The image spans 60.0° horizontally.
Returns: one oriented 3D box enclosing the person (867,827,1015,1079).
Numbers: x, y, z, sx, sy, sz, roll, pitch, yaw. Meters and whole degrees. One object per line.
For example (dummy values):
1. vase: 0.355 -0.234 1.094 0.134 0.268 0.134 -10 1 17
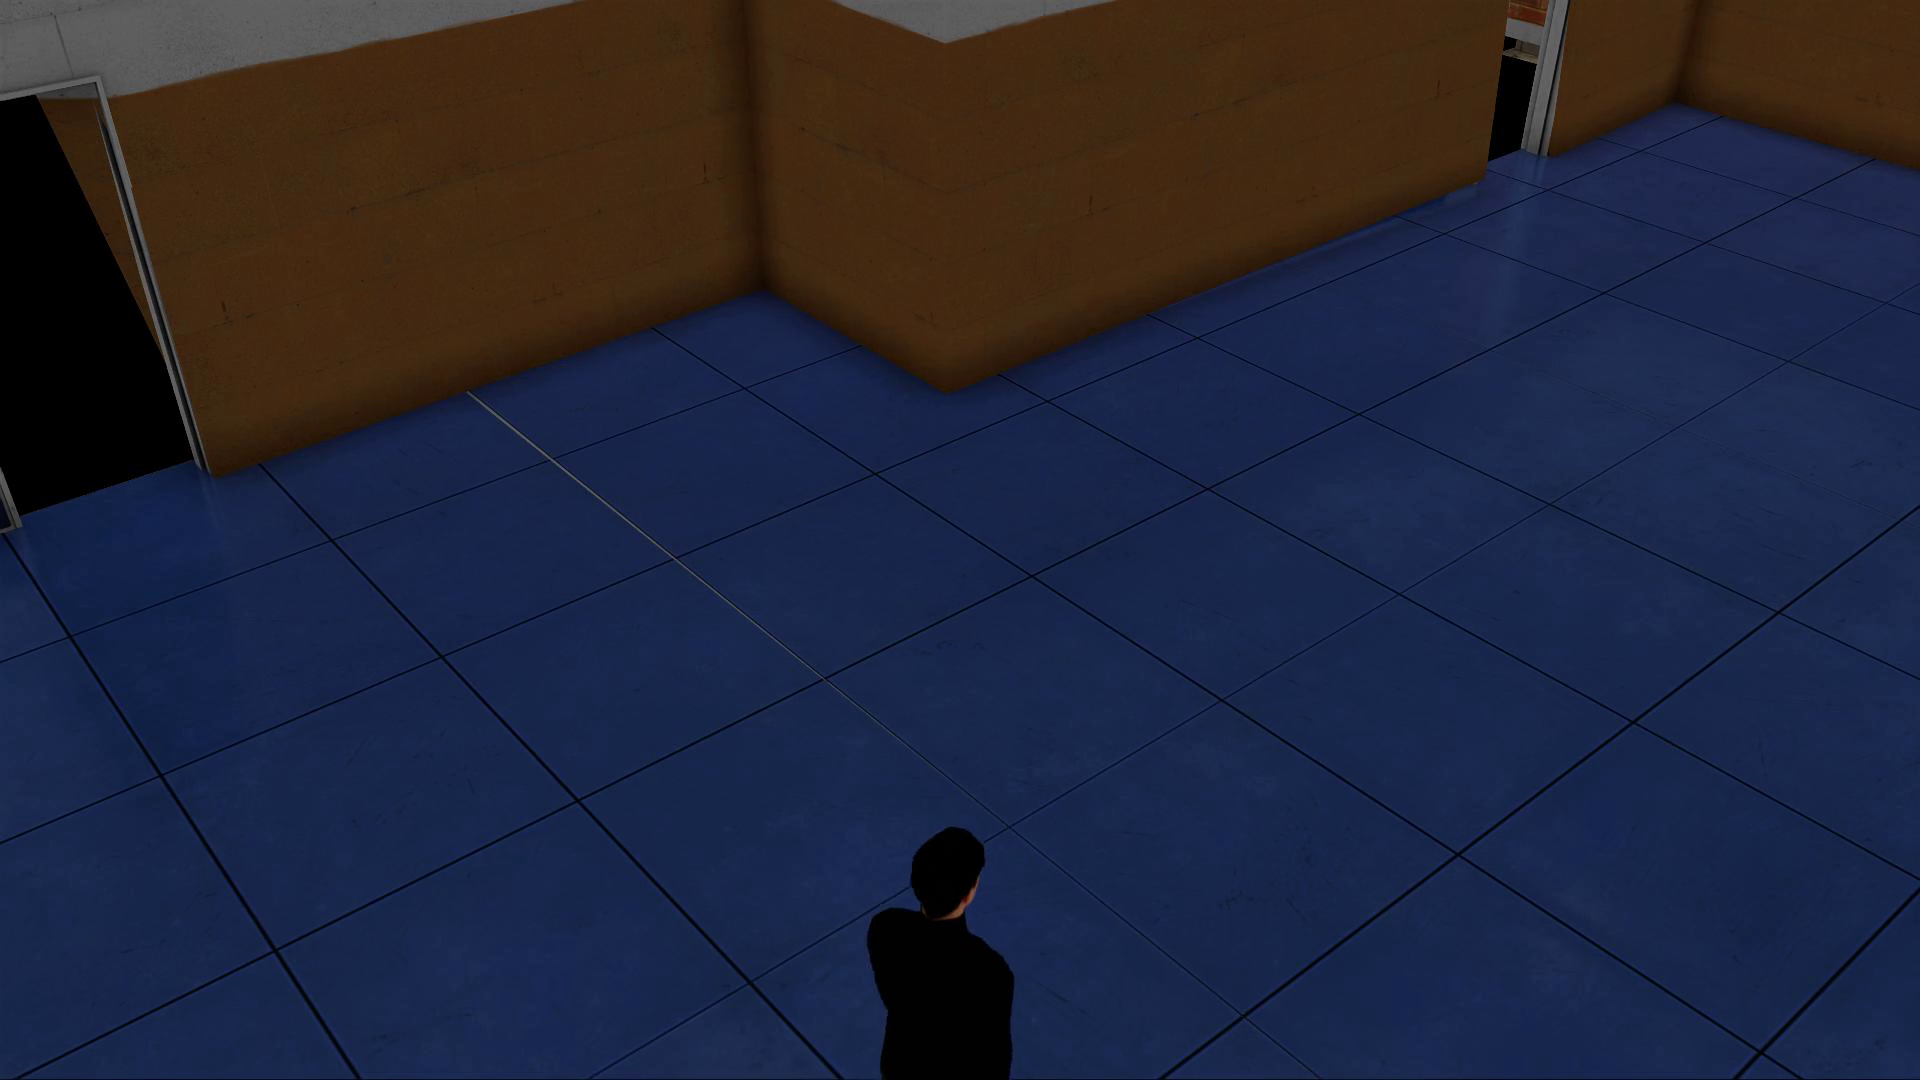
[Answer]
1. person: -0.099 1.612 4.982 1.068 1.693 0.968 17 37 24
